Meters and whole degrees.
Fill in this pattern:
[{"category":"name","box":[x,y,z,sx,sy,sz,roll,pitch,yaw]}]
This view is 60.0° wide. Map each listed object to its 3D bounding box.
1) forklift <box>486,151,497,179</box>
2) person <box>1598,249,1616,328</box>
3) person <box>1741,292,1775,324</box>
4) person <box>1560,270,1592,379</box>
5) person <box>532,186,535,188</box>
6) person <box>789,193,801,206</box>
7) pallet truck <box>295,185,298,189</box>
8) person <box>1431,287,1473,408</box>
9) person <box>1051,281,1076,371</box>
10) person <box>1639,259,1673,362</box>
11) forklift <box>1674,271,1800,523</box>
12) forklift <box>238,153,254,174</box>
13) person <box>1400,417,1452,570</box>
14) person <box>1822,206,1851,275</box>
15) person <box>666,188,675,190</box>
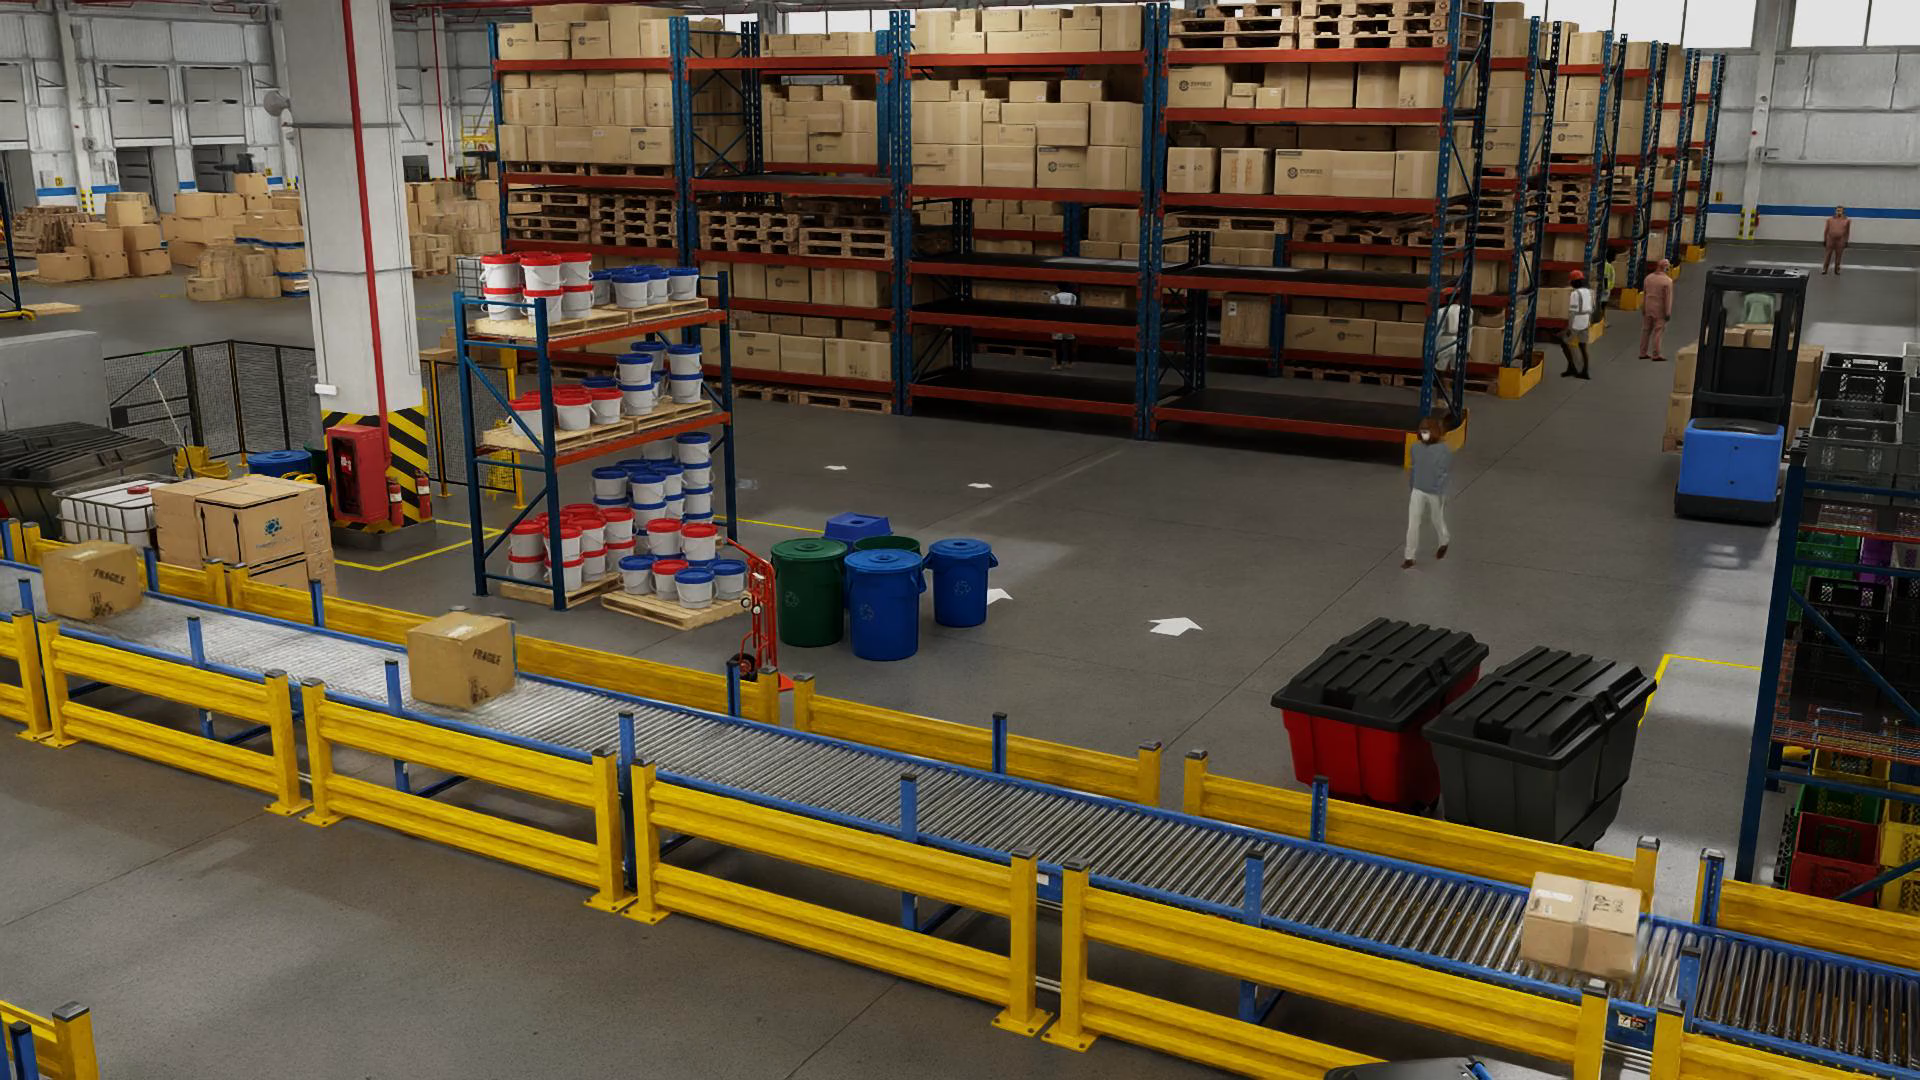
[{"category":"forklift","box":[-17.910,-13.610,64.264,1.873,2.768,1.129,1,15,2]},{"category":"person","box":[13.851,-5.394,35.658,0.319,1.694,0.535,7,17,26]},{"category":"person","box":[14.414,-3.863,30.039,0.521,1.610,0.555,12,19,37]},{"category":"person","box":[10.816,-3.763,29.133,0.687,1.889,0.609,-12,19,-37]},{"category":"person","box":[-17.011,-13.490,66.081,0.534,1.695,0.318,2,15,8]},{"category":"person","box":[-5.332,-10.308,53.670,0.407,1.933,0.585,-14,20,-42]},{"category":"pallet truck","box":[-26.804,-14.617,69.738,1.885,1.965,0.823,-14,20,-42]},{"category":"person","box":[7.688,-3.003,26.037,0.627,2.028,0.422,-1,15,-5]},{"category":"person","box":[1.852,-3.894,30.008,0.529,1.694,0.321,-8,17,-27]},{"category":"person","box":[13.073,-4.304,31.168,0.400,1.899,0.649,-7,16,-25]},{"category":"forklift","box":[9.269,-1.763,19.726,1.129,2.768,1.873,8,17,27]},{"category":"forklift","box":[-26.170,-12.804,61.235,1.873,2.768,1.129,-3,15,-10]},{"category":"person","box":[4.954,-0.524,17.523,0.496,1.602,0.815,12,19,39]},{"category":"person","box":[24.451,-8.362,46.406,0.646,1.904,0.401,7,16,24]},{"category":"person","box":[-10.413,-11.947,59.843,0.641,1.922,0.486,4,16,16]}]
